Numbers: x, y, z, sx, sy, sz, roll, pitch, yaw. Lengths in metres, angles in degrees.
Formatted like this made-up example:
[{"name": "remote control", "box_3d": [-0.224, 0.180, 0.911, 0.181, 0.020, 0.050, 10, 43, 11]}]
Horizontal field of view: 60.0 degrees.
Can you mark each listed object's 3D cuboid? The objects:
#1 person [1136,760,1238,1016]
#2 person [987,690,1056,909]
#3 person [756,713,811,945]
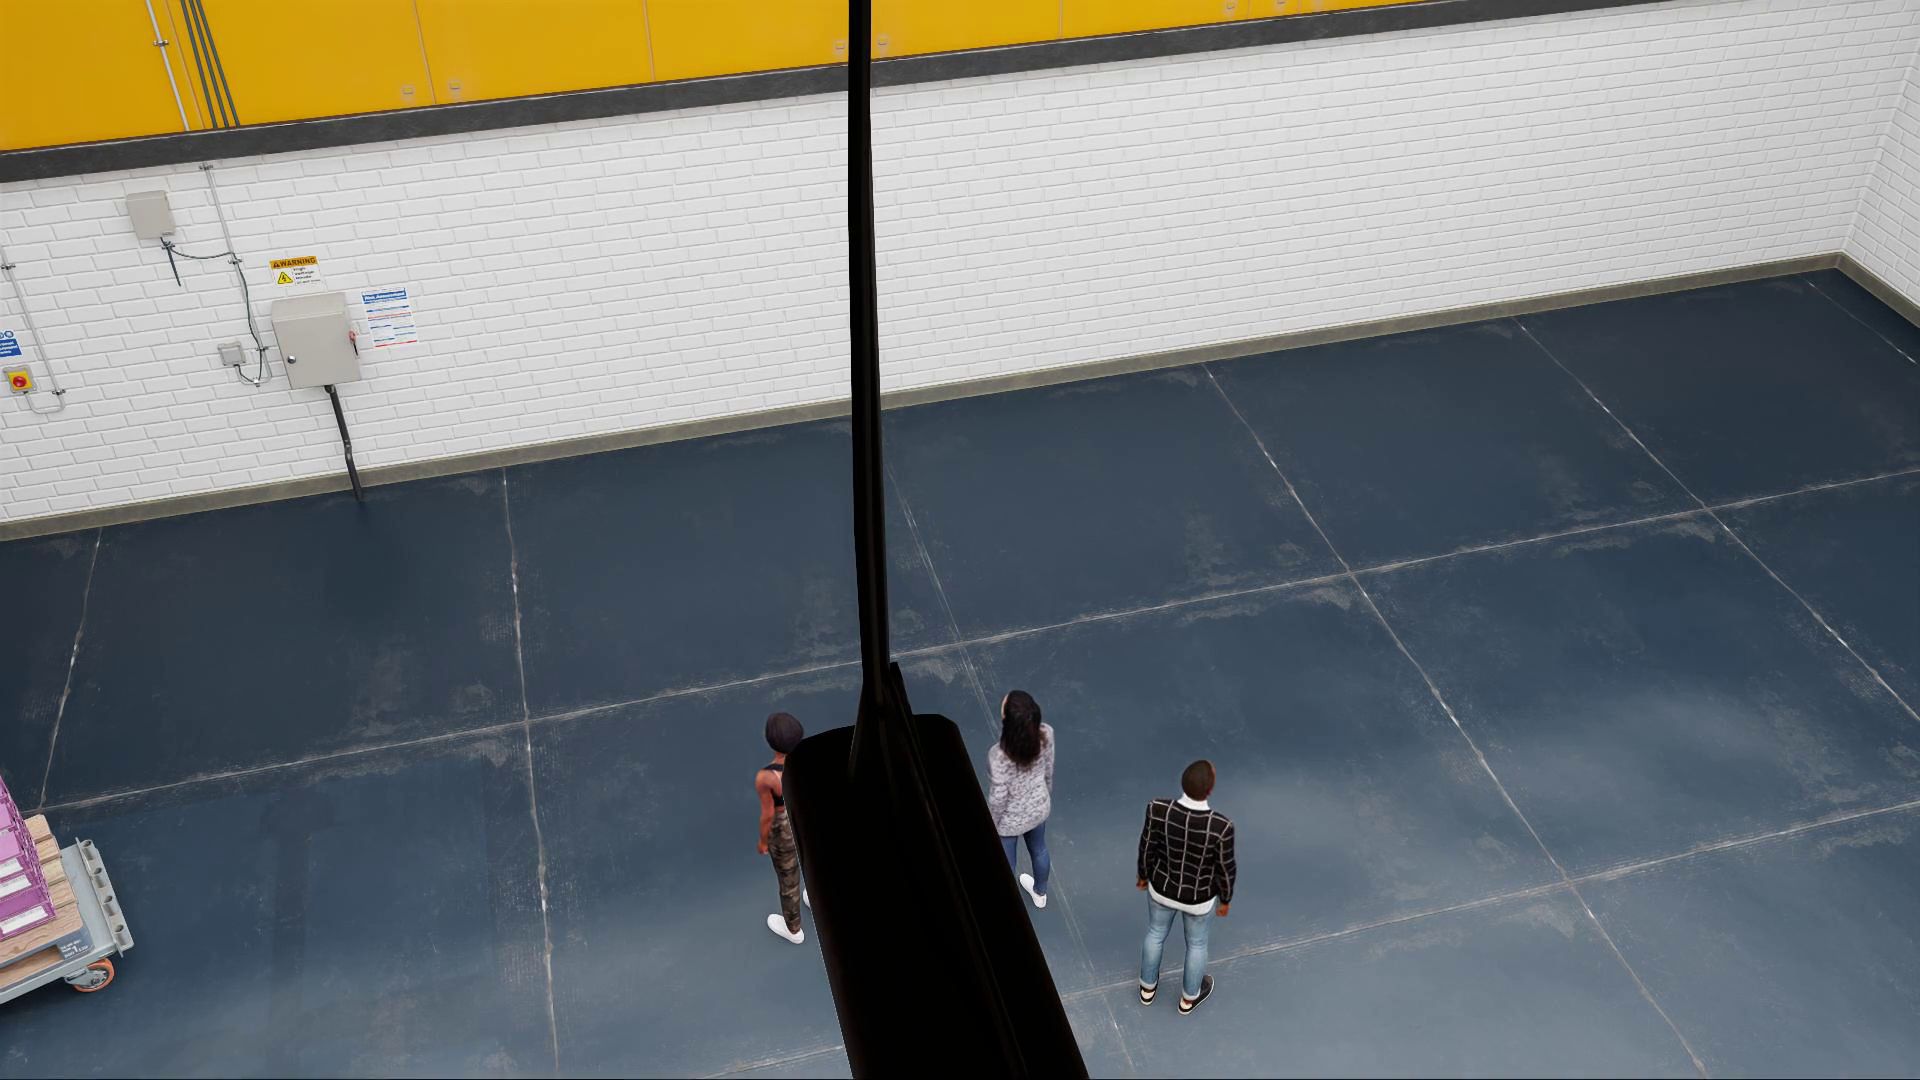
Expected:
[{"name": "person", "box_3d": [1.173, 1.834, 8.782, 0.747, 1.820, 0.766, 14, 41, 17]}, {"name": "person", "box_3d": [0.329, 1.495, 9.278, 0.682, 1.732, 0.653, -25, 45, -28]}, {"name": "person", "box_3d": [-0.922, 1.584, 9.192, 0.657, 1.700, 0.675, -30, 47, -32]}]
